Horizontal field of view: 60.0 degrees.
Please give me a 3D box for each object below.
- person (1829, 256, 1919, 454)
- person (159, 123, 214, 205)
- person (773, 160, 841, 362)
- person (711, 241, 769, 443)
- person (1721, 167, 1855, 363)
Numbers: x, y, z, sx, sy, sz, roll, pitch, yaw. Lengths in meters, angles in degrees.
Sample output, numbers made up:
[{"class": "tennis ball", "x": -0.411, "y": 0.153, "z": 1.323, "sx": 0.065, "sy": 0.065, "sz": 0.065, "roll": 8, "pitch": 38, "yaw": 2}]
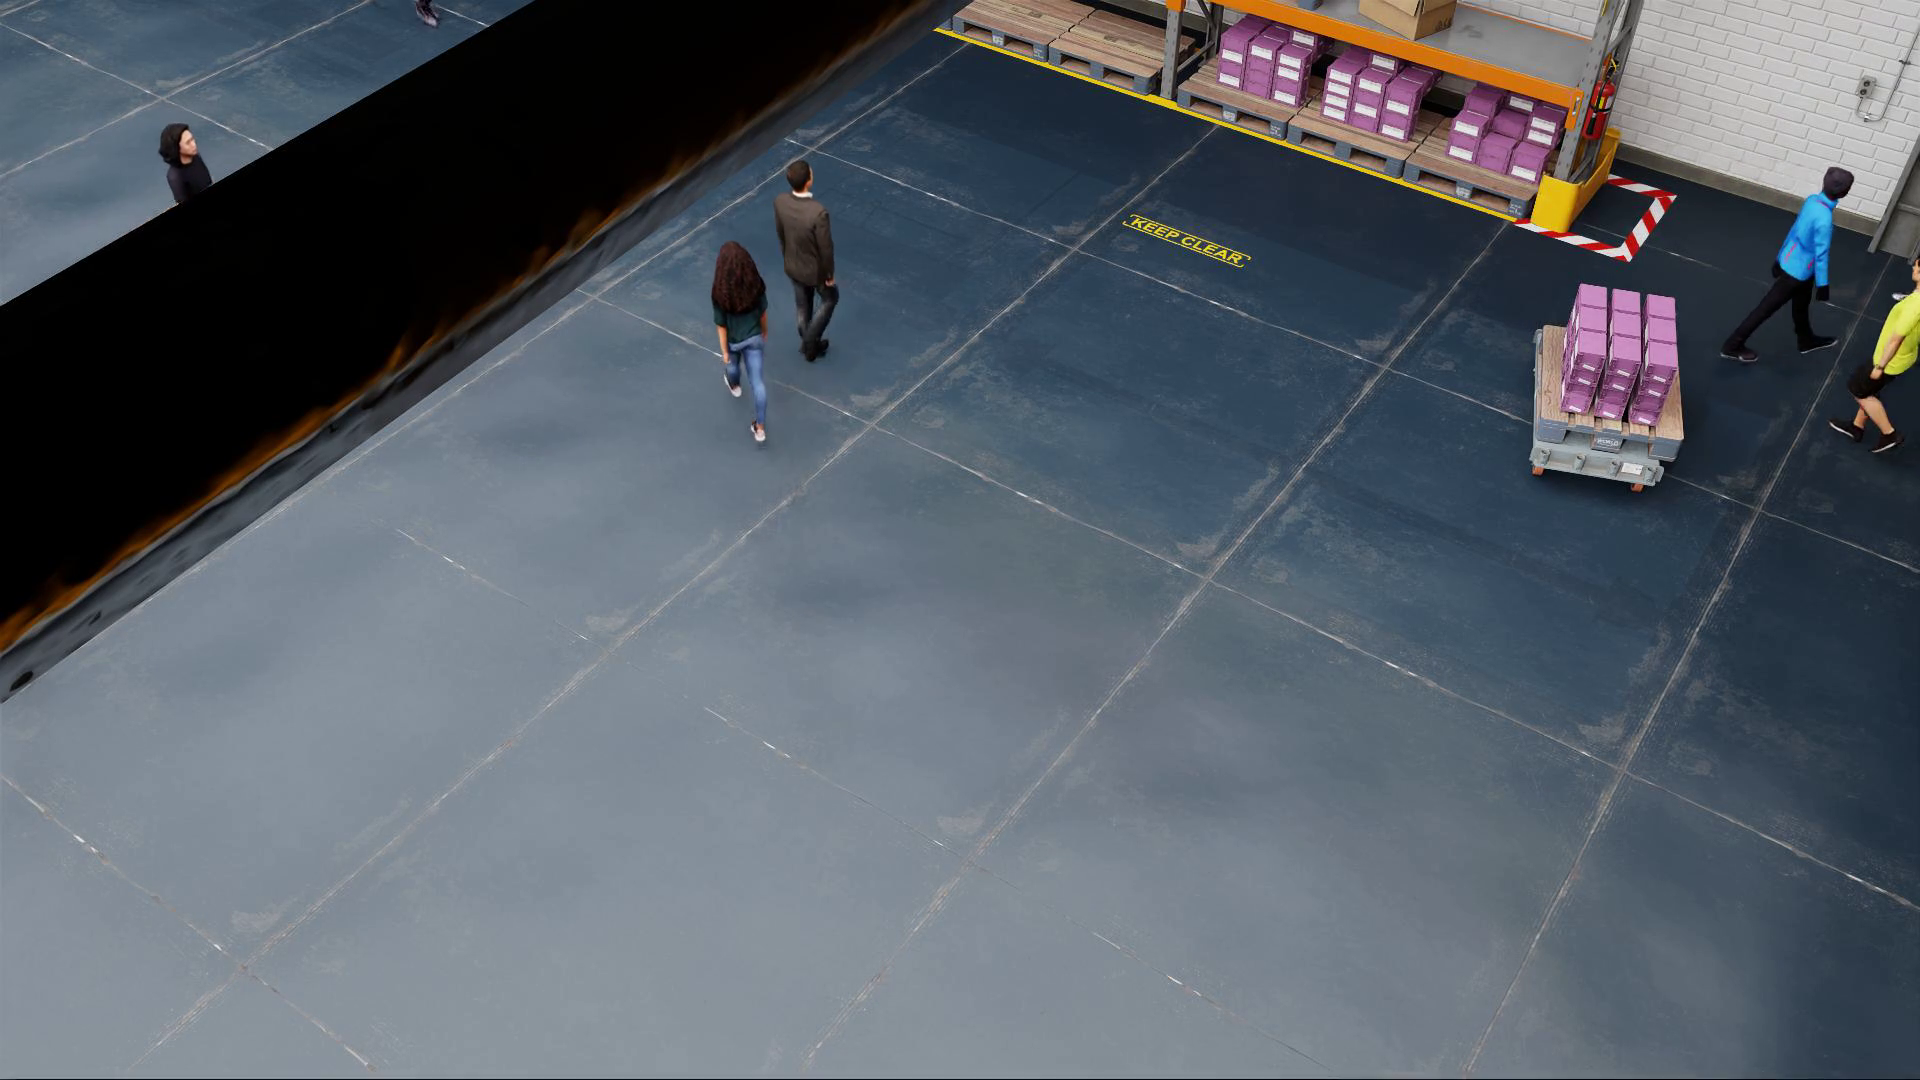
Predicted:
[{"class": "person", "x": 6.981, "y": -1.339, "z": 12.303, "sx": 0.731, "sy": 1.692, "sz": 0.859, "roll": -31, "pitch": 52, "yaw": -29}, {"class": "person", "x": -6.195, "y": -2.579, "z": 13.513, "sx": 1.043, "sy": 1.818, "sz": 0.939, "roll": -1, "pitch": 44, "yaw": -1}, {"class": "person", "x": -1.238, "y": -2.126, "z": 13.053, "sx": 0.616, "sy": 1.796, "sz": 0.780, "roll": 22, "pitch": 48, "yaw": 22}, {"class": "person", "x": -1.606, "y": -1.462, "z": 12.522, "sx": 0.984, "sy": 1.567, "sz": 1.179, "roll": -16, "pitch": 46, "yaw": -16}, {"class": "person", "x": 6.466, "y": -2.119, "z": 13.077, "sx": 1.201, "sy": 1.754, "sz": 0.904, "roll": 9, "pitch": 44, "yaw": 9}]
